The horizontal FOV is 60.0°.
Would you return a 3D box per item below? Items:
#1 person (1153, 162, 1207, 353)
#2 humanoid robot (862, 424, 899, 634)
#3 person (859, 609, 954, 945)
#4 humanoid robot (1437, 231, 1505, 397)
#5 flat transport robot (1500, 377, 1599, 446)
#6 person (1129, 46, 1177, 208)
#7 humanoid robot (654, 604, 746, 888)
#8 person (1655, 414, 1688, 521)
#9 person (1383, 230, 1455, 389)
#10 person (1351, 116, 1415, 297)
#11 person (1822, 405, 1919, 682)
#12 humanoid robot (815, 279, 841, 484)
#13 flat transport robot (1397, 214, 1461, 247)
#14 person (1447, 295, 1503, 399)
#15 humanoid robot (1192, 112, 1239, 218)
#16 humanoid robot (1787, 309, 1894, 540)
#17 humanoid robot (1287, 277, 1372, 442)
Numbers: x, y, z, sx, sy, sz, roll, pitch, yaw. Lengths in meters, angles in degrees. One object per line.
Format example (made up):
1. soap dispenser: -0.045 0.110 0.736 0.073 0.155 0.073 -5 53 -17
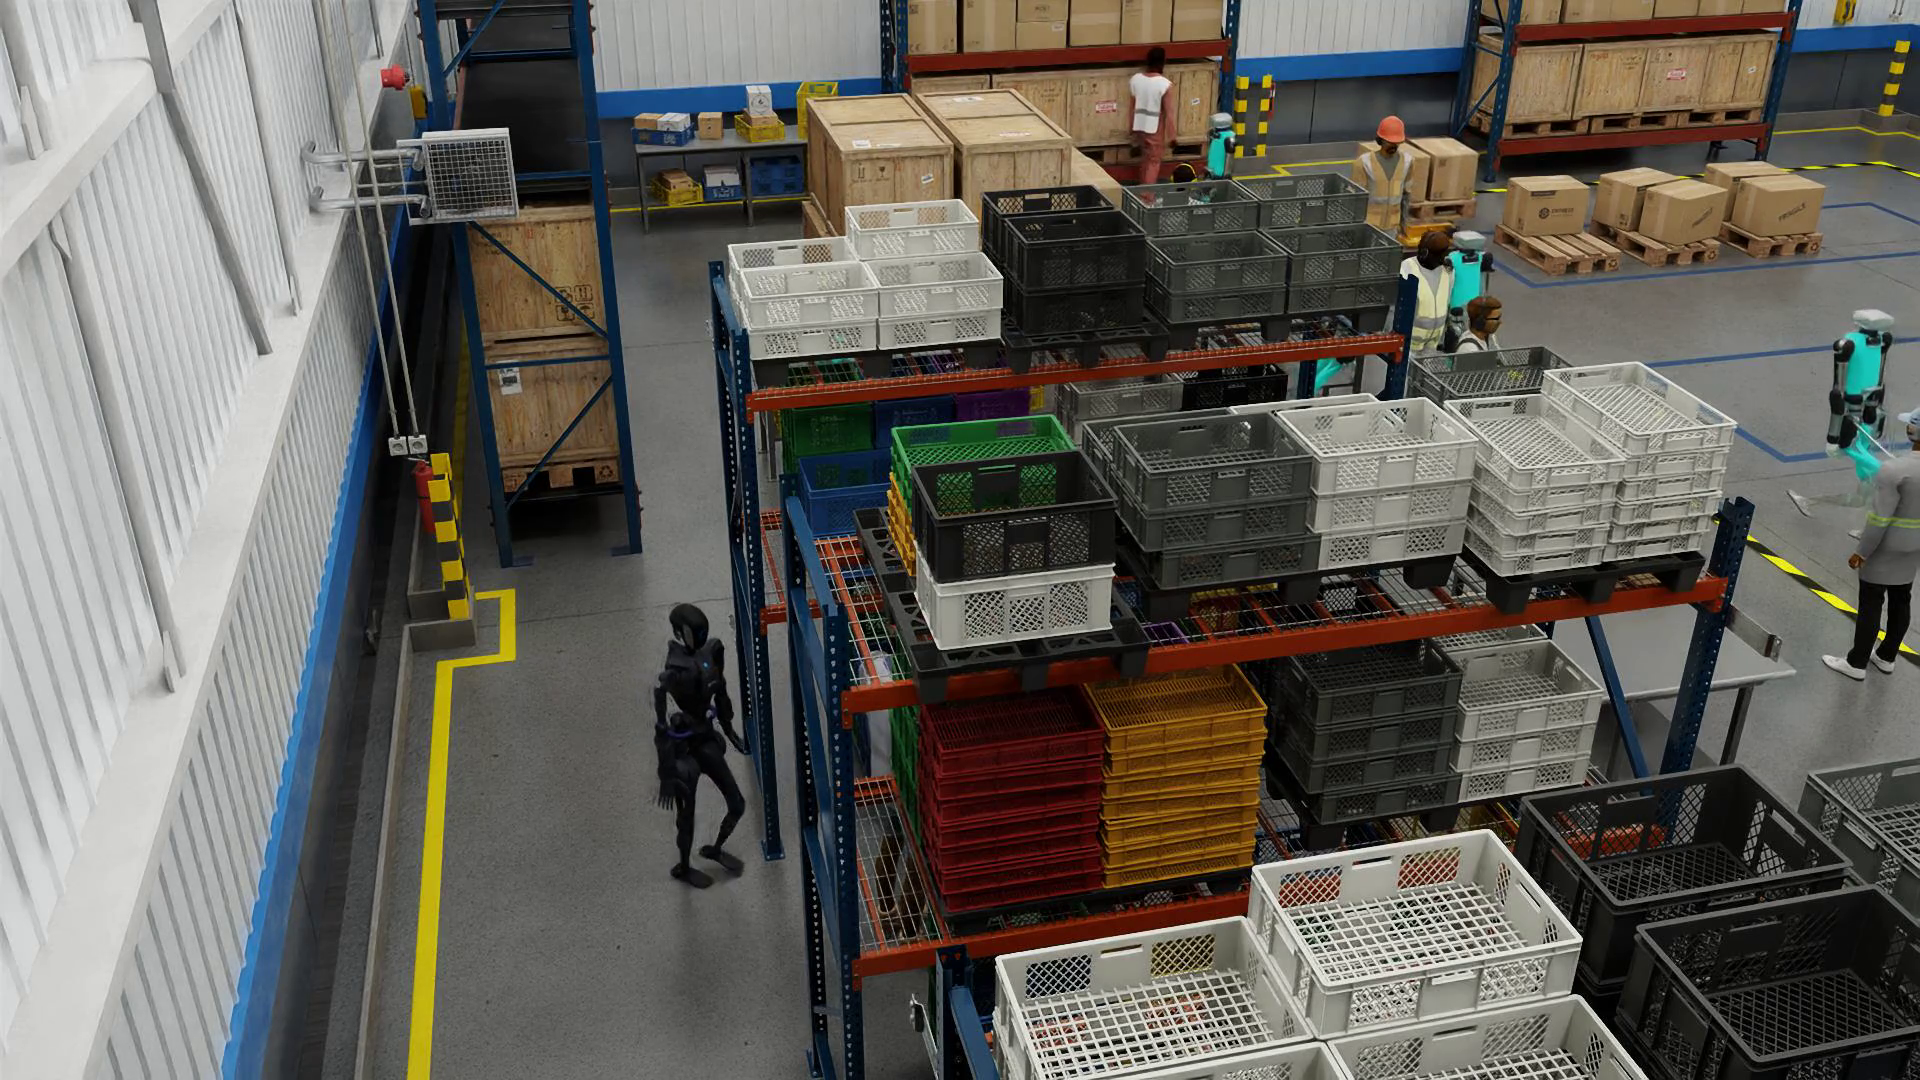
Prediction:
1. person: 1.972 -2.484 15.042 0.512 1.872 0.334 9 29 17
2. humanoid robot: -0.495 0.019 10.495 0.381 1.656 0.598 -4 28 -7
3. person: -0.215 1.168 7.953 0.403 2.029 0.606 -20 34 -33
4. humanoid robot: 4.160 -1.541 13.407 0.544 1.772 0.829 -13 31 -23
5. flat transport robot: 4.780 -1.036 14.013 0.659 0.231 1.431 -6 28 -12
6. person: 2.228 -4.748 19.295 0.605 1.917 0.412 25 37 39
7. humanoid robot: -1.352 1.064 8.511 0.363 1.648 0.610 14 31 25
8. person: 4.252 0.014 10.417 0.328 1.763 0.526 -13 30 -22
9. person: 3.692 -1.616 13.439 0.631 1.834 0.430 -11 30 -19
10. person: 4.015 -3.035 15.907 0.614 2.039 0.388 -5 28 -10
11. person: 5.795 0.006 10.337 0.596 1.850 0.396 -8 29 -15
12. humanoid robot: -0.743 -1.098 12.644 0.789 1.838 0.534 -3 28 -6
13. flat transport robot: 5.087 -3.654 18.949 0.652 0.197 1.431 -6 28 -12
14. person: 3.666 -0.887 12.036 0.344 1.846 0.504 7 28 12
15. humanoid robot: 2.436 -3.482 16.993 0.717 1.718 0.546 -6 28 -11
16. humanoid robot: 6.519 -0.741 11.878 0.552 1.720 1.043 -14 31 -25
17. humanoid robot: 2.914 -1.568 13.408 0.670 1.762 0.543 -4 28 -7
